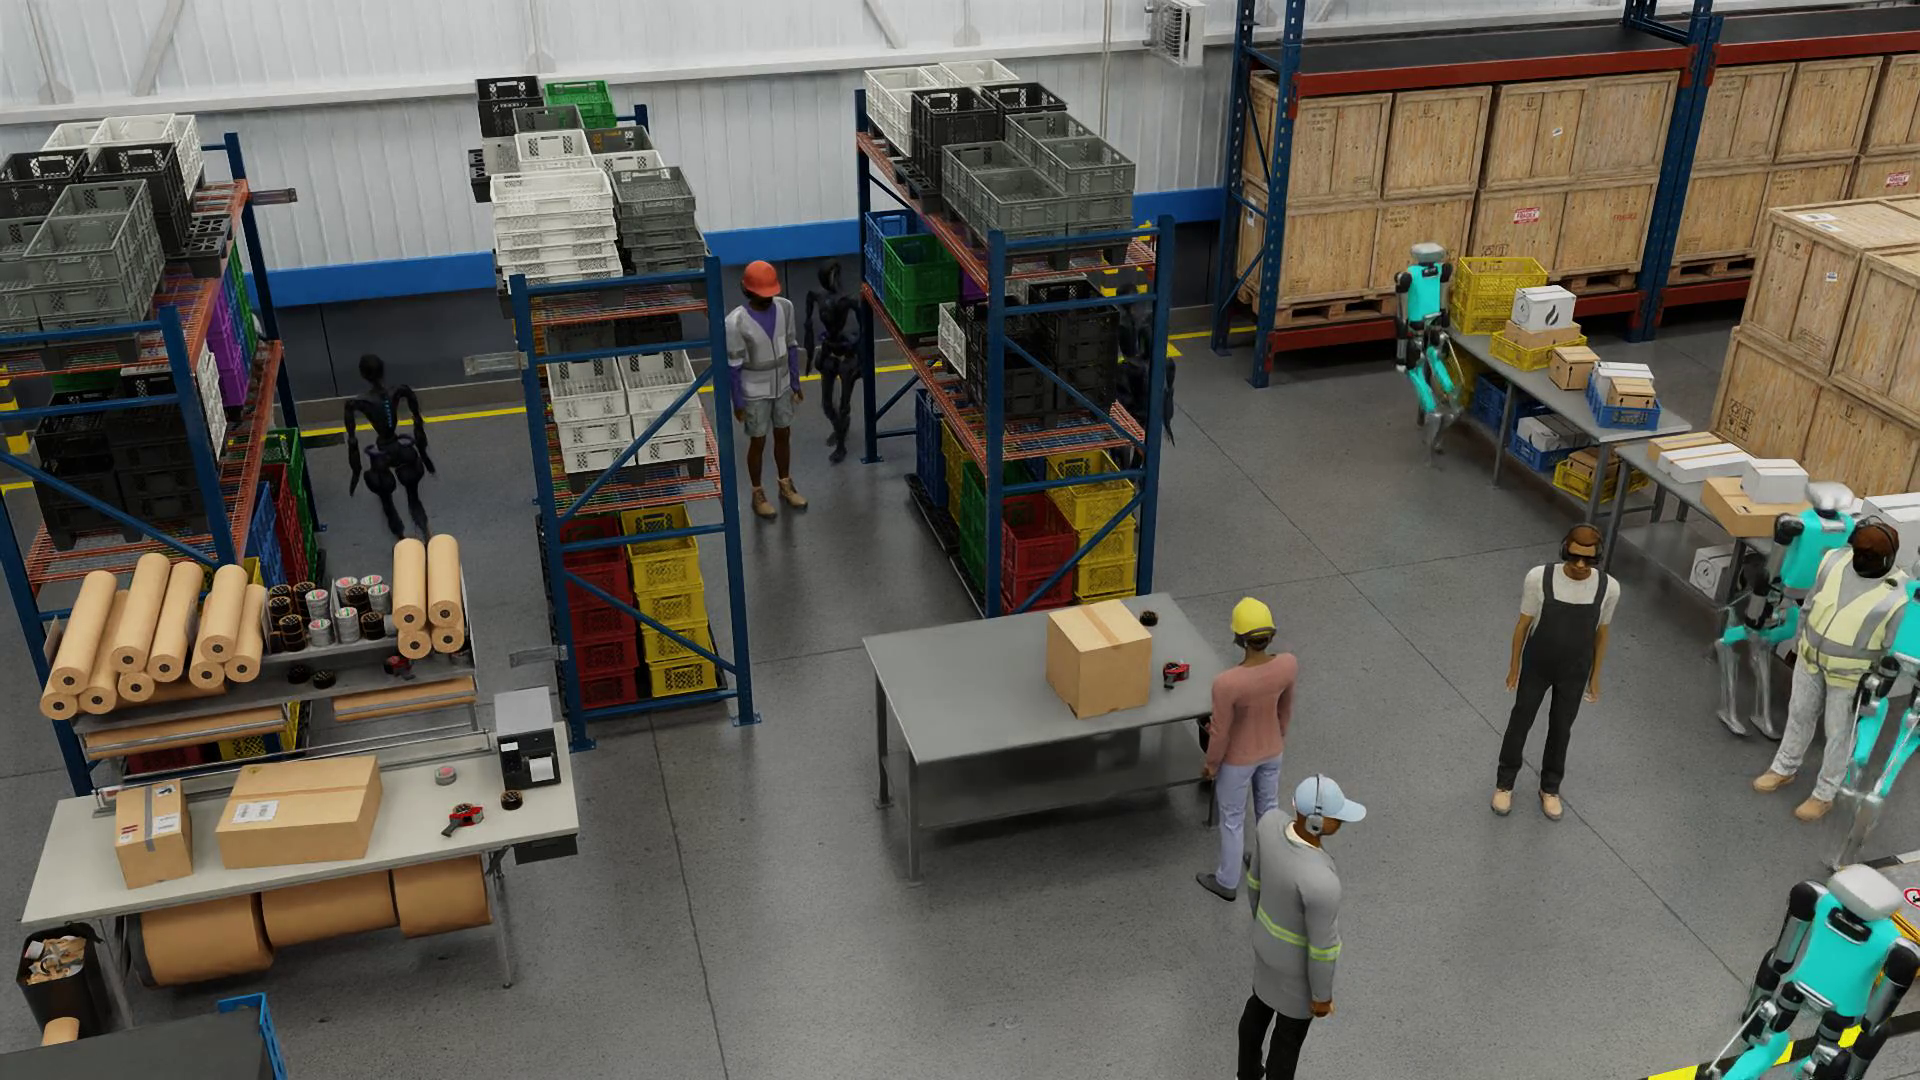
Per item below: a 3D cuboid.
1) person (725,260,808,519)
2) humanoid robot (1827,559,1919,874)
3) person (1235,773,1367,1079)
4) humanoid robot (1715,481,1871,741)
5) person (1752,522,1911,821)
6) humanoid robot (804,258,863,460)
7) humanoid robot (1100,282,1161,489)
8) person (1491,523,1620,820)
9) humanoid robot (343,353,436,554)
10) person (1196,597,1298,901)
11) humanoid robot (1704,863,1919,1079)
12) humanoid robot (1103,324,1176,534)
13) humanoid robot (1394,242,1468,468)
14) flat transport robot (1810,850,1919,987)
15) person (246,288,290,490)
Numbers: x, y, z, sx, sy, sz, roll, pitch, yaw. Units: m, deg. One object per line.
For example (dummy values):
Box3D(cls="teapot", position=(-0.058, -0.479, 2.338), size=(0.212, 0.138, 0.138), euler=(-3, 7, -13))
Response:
Box3D(cls="person", position=(-1.435, -1.118, 12.378), size=(0.606, 2.029, 0.402), euler=(-23, 36, -35))
Box3D(cls="humanoid robot", position=(4.897, 1.013, 8.839), size=(0.539, 1.807, 0.933), euler=(24, 37, 37))
Box3D(cls="person", position=(1.472, 1.788, 7.264), size=(0.389, 1.849, 0.595), euler=(-10, 30, -17))
Box3D(cls="humanoid robot", position=(4.863, 0.357, 9.923), size=(0.547, 1.744, 0.681), euler=(-2, 29, -4))
Box3D(cls="person", position=(4.883, 0.714, 9.242), size=(0.429, 1.833, 0.632), euler=(-13, 31, -22))
Box3D(cls="humanoid robot", position=(-0.975, -1.470, 13.381), size=(0.601, 1.647, 0.473), euler=(13, 31, 22))
Box3D(cls="humanoid robot", position=(1.321, -1.213, 12.915), size=(0.602, 1.633, 0.594), euler=(-9, 30, -17))
Box3D(cls="person", position=(3.295, 0.726, 9.203), size=(0.505, 1.846, 0.346), euler=(5, 29, 9))
Box3D(cls="humanoid robot", position=(-3.997, -0.547, 11.719), size=(0.615, 1.641, 0.510), euler=(-23, 36, -36))
Box3D(cls="person", position=(1.476, 1.091, 8.630), size=(0.523, 1.758, 0.333), euler=(-14, 32, -24))
Box3D(cls="humanoid robot", position=(3.282, 2.169, 6.758), size=(1.051, 1.768, 0.540), euler=(-17, 33, -28))
Box3D(cls="humanoid robot", position=(1.307, -0.855, 12.300), size=(0.599, 1.635, 0.775), euler=(-11, 30, -18))
Box3D(cls="humanoid robot", position=(3.794, -1.417, 13.240), size=(0.534, 1.811, 0.761), euler=(-15, 32, -26))
Box3D(cls="flat transport robot", position=(5.163, 1.916, 8.676), size=(1.431, 0.231, 0.659), euler=(-8, 30, -14))
Box3D(cls="person", position=(-5.288, -1.088, 12.478), size=(0.331, 1.871, 0.507), euler=(-14, 32, -23))
